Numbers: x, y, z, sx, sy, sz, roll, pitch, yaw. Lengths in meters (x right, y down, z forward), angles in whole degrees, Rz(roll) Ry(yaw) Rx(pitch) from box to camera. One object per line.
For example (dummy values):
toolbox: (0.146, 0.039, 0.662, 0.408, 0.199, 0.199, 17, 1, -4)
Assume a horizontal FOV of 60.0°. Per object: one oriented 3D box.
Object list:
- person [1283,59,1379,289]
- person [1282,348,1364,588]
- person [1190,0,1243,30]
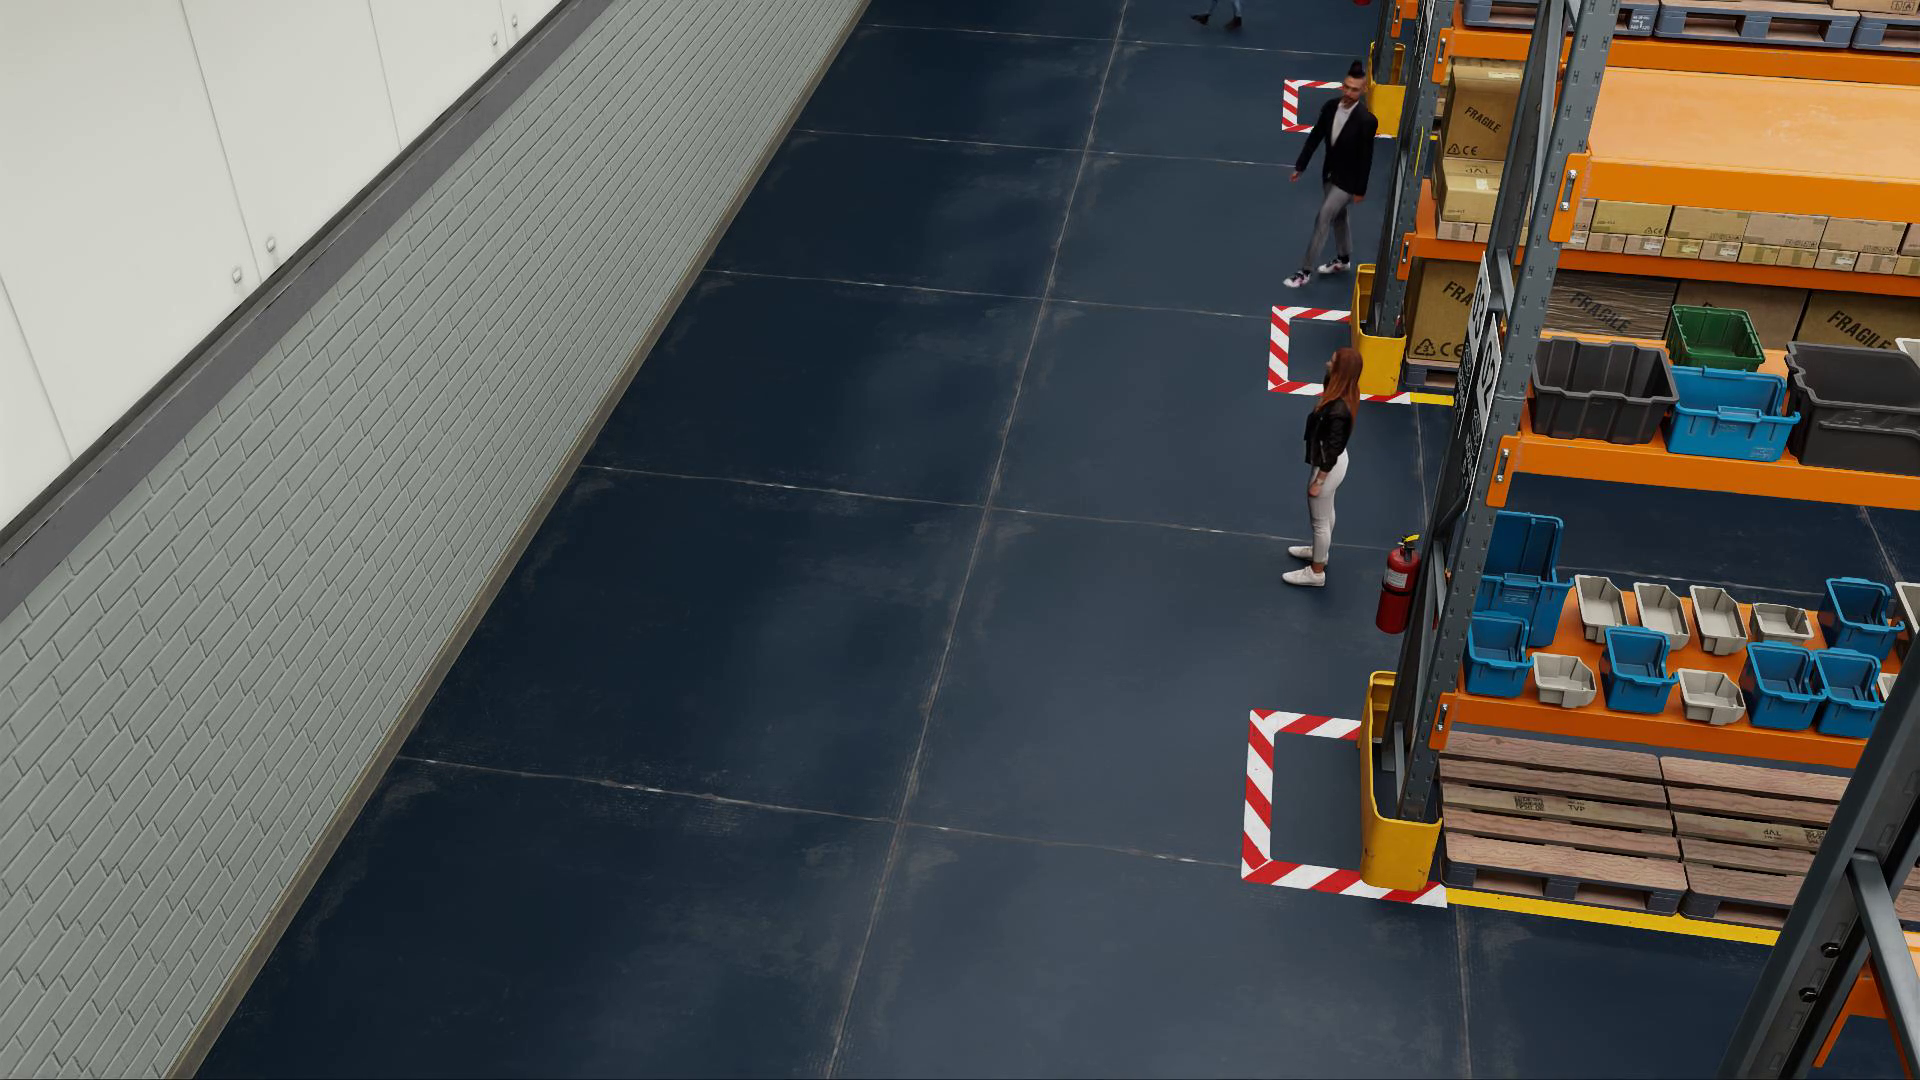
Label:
person: (3.195, -3.011, 13.609, 1.186, 1.925, 1.086, -15, 40, -18)
person: (2.310, -0.469, 10.448, 0.559, 1.703, 0.618, 11, 39, 14)
person: (3.041, -6.255, 18.505, 0.861, 1.164, 0.643, -6, 38, -7)
